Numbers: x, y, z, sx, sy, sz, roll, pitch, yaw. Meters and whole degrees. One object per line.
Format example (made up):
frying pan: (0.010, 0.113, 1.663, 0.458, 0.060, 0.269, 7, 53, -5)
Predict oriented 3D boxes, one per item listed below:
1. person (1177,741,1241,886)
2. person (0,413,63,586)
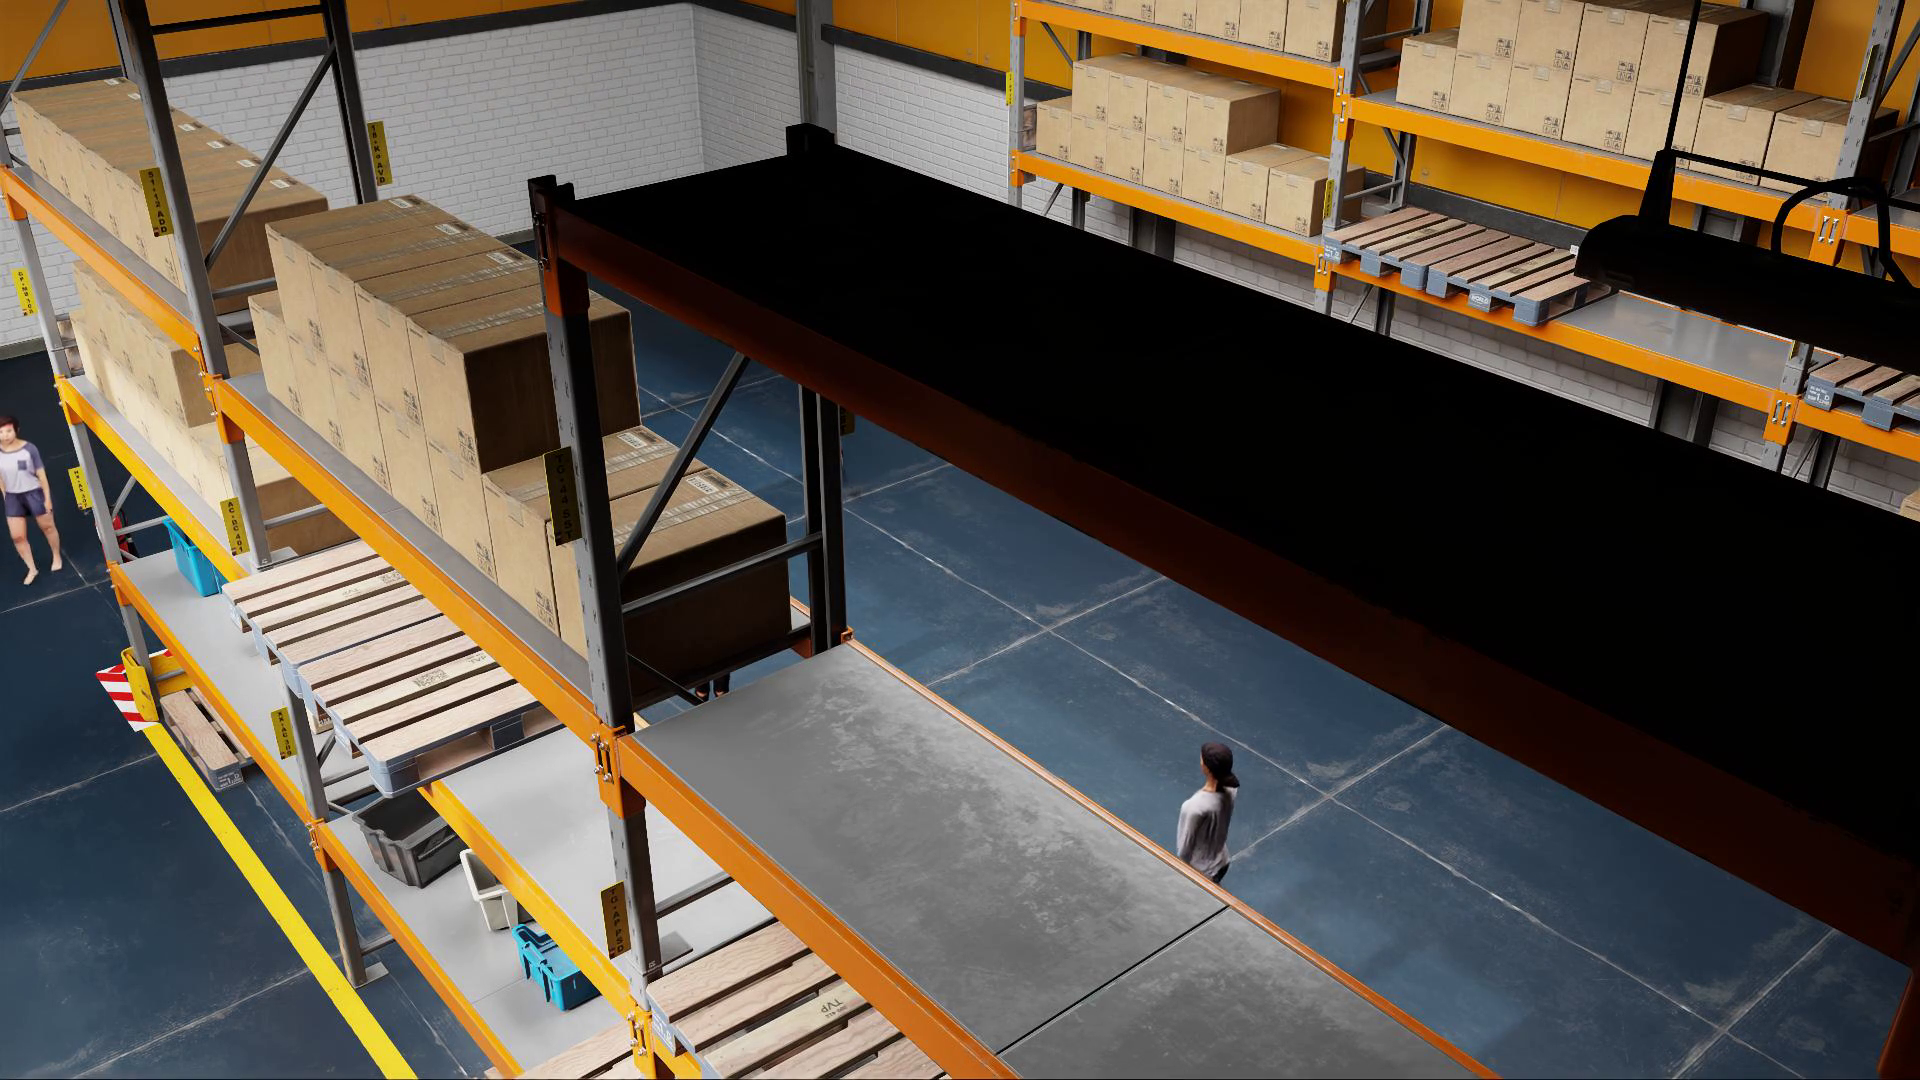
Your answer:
person: (1.506, 1.996, 9.940, 0.973, 1.756, 0.711, 22, 35, 34)
person: (-8.178, -0.430, 14.605, 0.735, 1.548, 0.825, -6, 29, -11)
